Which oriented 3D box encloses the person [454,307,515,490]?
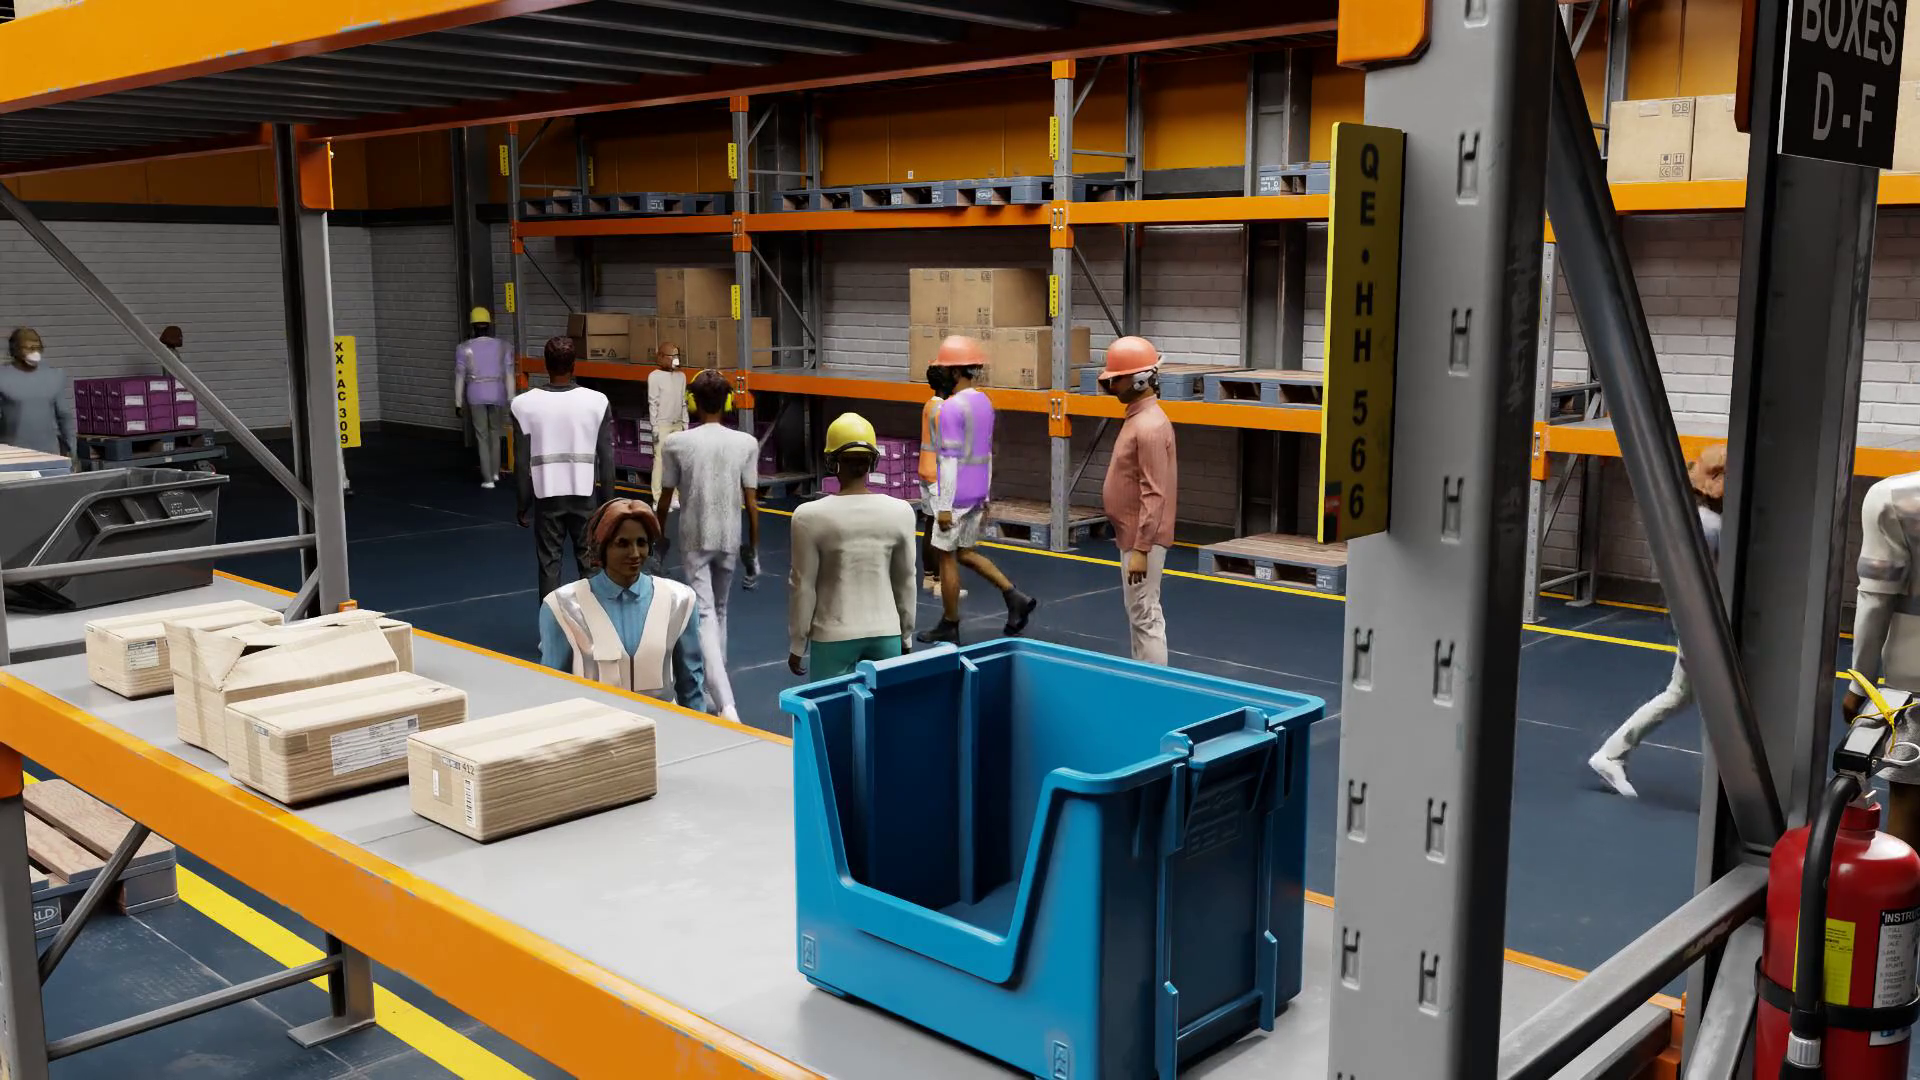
[{"bbox_3d":[-5.054,-1.498,17.581,0.612,1.907,0.650,-6,11,-32],"label":"person"}]

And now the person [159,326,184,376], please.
[{"bbox_3d":[-9.520,-1.776,20.173,0.266,1.628,0.501,-6,11,-34],"label":"person"}]

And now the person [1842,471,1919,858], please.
[{"bbox_3d":[3.179,0.438,5.353,0.605,2.034,0.391,2,10,15],"label":"person"}]

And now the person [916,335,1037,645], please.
[{"bbox_3d":[0.075,-0.281,10.116,0.671,1.920,0.548,4,10,23],"label":"person"}]

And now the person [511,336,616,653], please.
[{"bbox_3d":[-2.356,-0.254,9.943,0.595,1.918,0.386,-2,10,-14],"label":"person"}]

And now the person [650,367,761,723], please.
[{"bbox_3d":[-1.272,0.044,8.416,0.535,1.829,0.952,-4,10,-23],"label":"person"}]

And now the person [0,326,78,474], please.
[{"bbox_3d":[-7.043,-0.666,12.566,0.998,1.901,0.642,7,11,35],"label":"person"}]

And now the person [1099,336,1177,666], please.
[{"bbox_3d":[0.872,-0.011,8.238,0.391,1.988,0.611,0,9,1],"label":"person"}]

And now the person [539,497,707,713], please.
[{"bbox_3d":[-1.029,0.678,5.111,0.511,1.633,0.313,-4,10,-25],"label":"person"}]

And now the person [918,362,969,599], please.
[{"bbox_3d":[-0.124,-0.436,11.738,0.317,1.696,0.538,-3,10,-15],"label":"person"}]

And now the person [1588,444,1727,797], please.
[{"bbox_3d":[3.123,0.376,7.078,0.800,1.606,0.512,5,11,30],"label":"person"}]

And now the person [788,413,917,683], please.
[{"bbox_3d":[-0.424,0.383,6.539,0.529,1.761,0.341,-5,10,-26],"label":"person"}]

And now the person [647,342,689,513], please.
[{"bbox_3d":[-2.777,-1.077,15.891,0.282,1.625,0.492,7,11,36],"label":"person"}]

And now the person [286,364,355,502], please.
[{"bbox_3d":[-6.378,-1.267,16.583,0.609,1.779,0.944,-8,12,-39],"label":"person"}]
